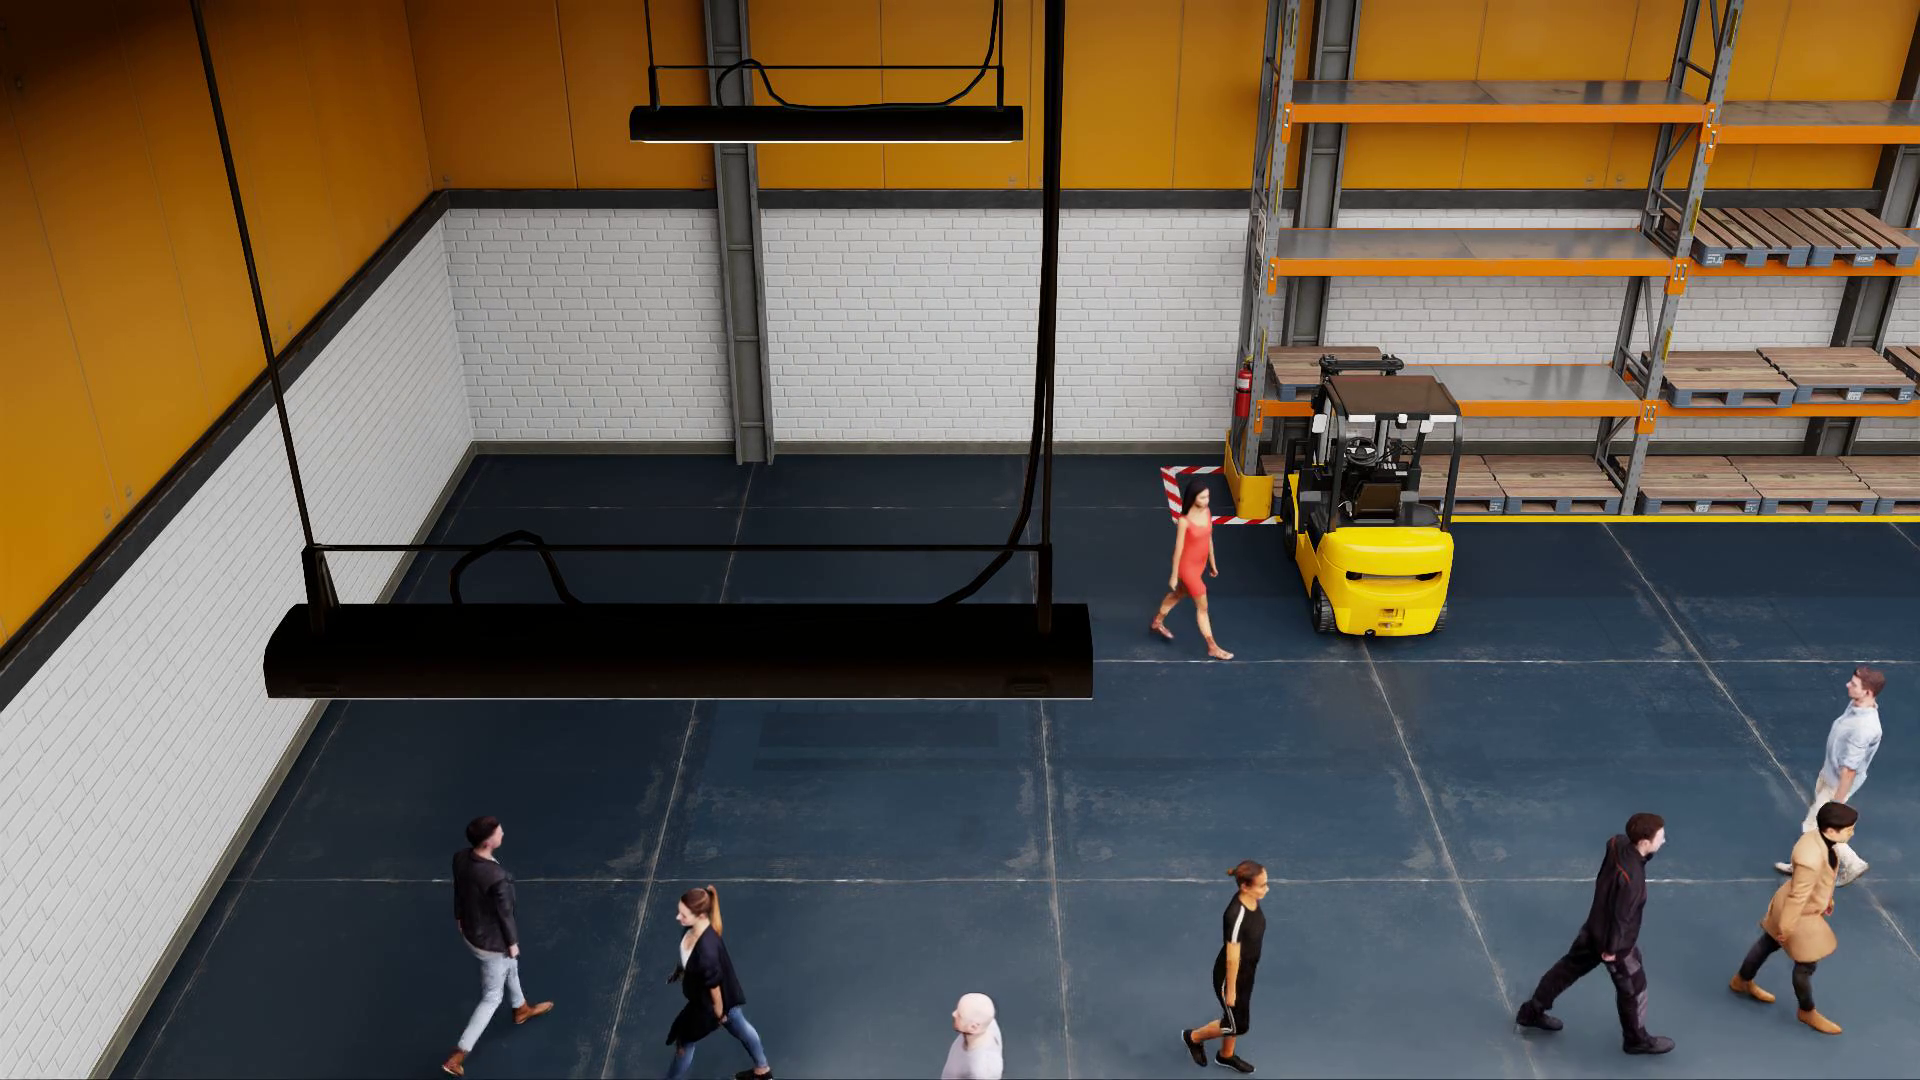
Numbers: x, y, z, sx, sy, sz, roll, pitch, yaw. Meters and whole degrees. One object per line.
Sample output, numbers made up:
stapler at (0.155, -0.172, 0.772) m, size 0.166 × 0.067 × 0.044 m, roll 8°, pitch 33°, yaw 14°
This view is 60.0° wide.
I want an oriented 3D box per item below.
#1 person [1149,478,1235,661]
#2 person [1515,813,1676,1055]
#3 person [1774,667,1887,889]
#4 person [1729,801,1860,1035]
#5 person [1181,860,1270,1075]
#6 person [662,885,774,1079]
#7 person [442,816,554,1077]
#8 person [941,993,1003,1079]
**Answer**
person at (1.991, 0.231, 14.824) m, size 1.184 × 1.670 × 1.040 m, roll 21°, pitch 35°, yaw 33°
person at (4.031, 2.476, 10.498) m, size 1.187 × 1.872 × 0.697 m, roll 1°, pitch 29°, yaw 2°
person at (6.375, 1.741, 11.885) m, size 0.920 × 1.834 × 0.814 m, roll 11°, pitch 30°, yaw 19°
person at (5.387, 2.374, 10.864) m, size 1.081 × 1.701 × 0.967 m, roll 17°, pitch 33°, yaw 28°
person at (1.646, 2.665, 10.376) m, size 0.828 × 1.656 × 0.752 m, roll 14°, pitch 31°, yaw 23°
person at (-1.422, 2.785, 10.183) m, size 1.127 × 1.632 × 0.723 m, roll -3°, pitch 29°, yaw -6°
person at (-3.027, 2.560, 10.425) m, size 1.179 × 1.794 × 1.199 m, roll 21°, pitch 35°, yaw 33°
person at (0.080, 3.209, 9.190) m, size 0.575 × 1.837 × 0.677 m, roll -1°, pitch 29°, yaw -2°
